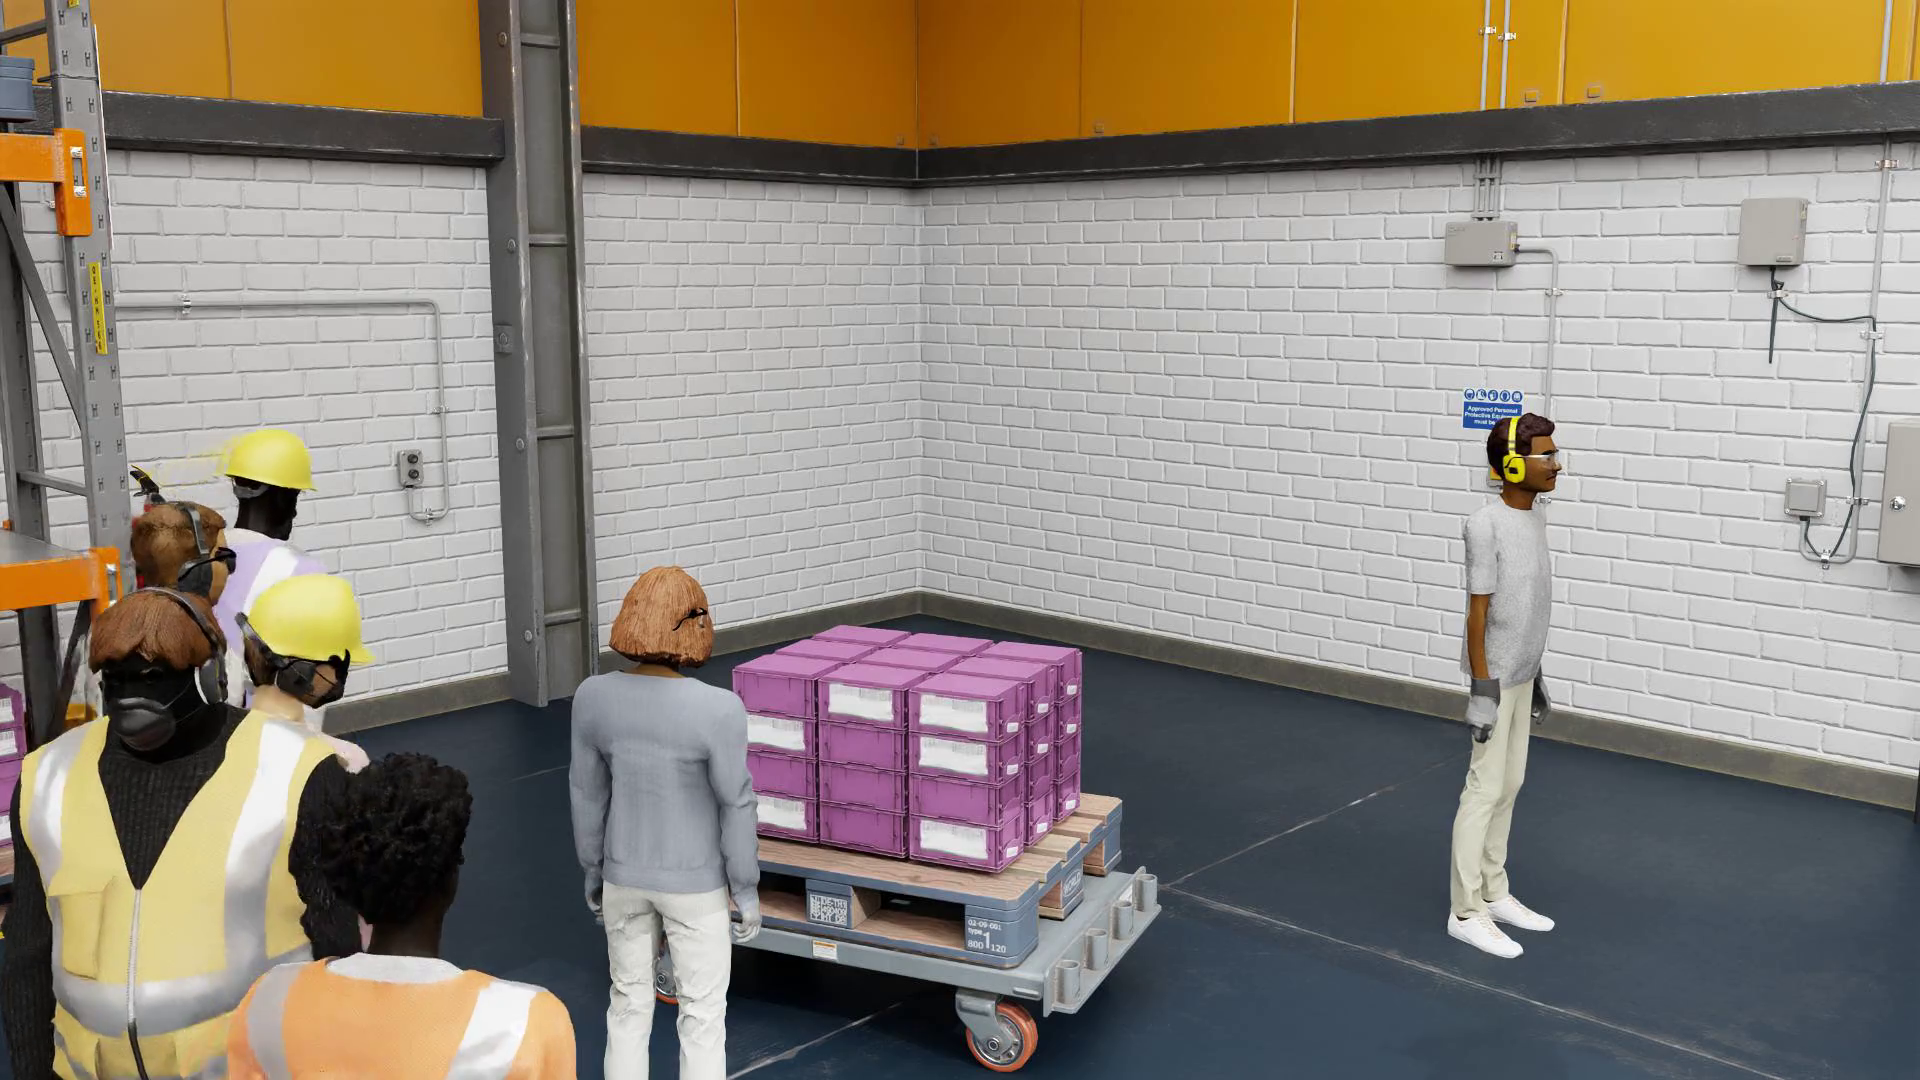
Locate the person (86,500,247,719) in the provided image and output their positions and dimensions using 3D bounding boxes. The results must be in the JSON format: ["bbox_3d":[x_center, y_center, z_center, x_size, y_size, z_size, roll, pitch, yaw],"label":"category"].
[{"bbox_3d":[-1.912,0.787,4.232,0.508,1.792,0.947,4,10,22],"label":"person"}]

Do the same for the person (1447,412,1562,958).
[{"bbox_3d":[1.923,0.499,5.805,0.324,1.861,0.526,8,12,40],"label":"person"}]

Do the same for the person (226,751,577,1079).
[{"bbox_3d":[-0.797,1.146,2.368,0.550,1.683,0.526,3,10,15],"label":"person"}]

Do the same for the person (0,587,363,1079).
[{"bbox_3d":[-1.436,0.960,3.150,0.635,1.811,0.875,0,9,0],"label":"person"}]

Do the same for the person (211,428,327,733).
[{"bbox_3d":[-2.152,0.618,4.990,0.597,1.895,0.616,4,10,23],"label":"person"}]

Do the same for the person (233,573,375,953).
[{"bbox_3d":[-1.448,0.939,3.455,0.557,1.739,0.543,5,10,26],"label":"person"}]

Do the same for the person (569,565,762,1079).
[{"bbox_3d":[-0.734,0.873,4.201,0.508,1.632,0.265,3,10,20],"label":"person"}]
